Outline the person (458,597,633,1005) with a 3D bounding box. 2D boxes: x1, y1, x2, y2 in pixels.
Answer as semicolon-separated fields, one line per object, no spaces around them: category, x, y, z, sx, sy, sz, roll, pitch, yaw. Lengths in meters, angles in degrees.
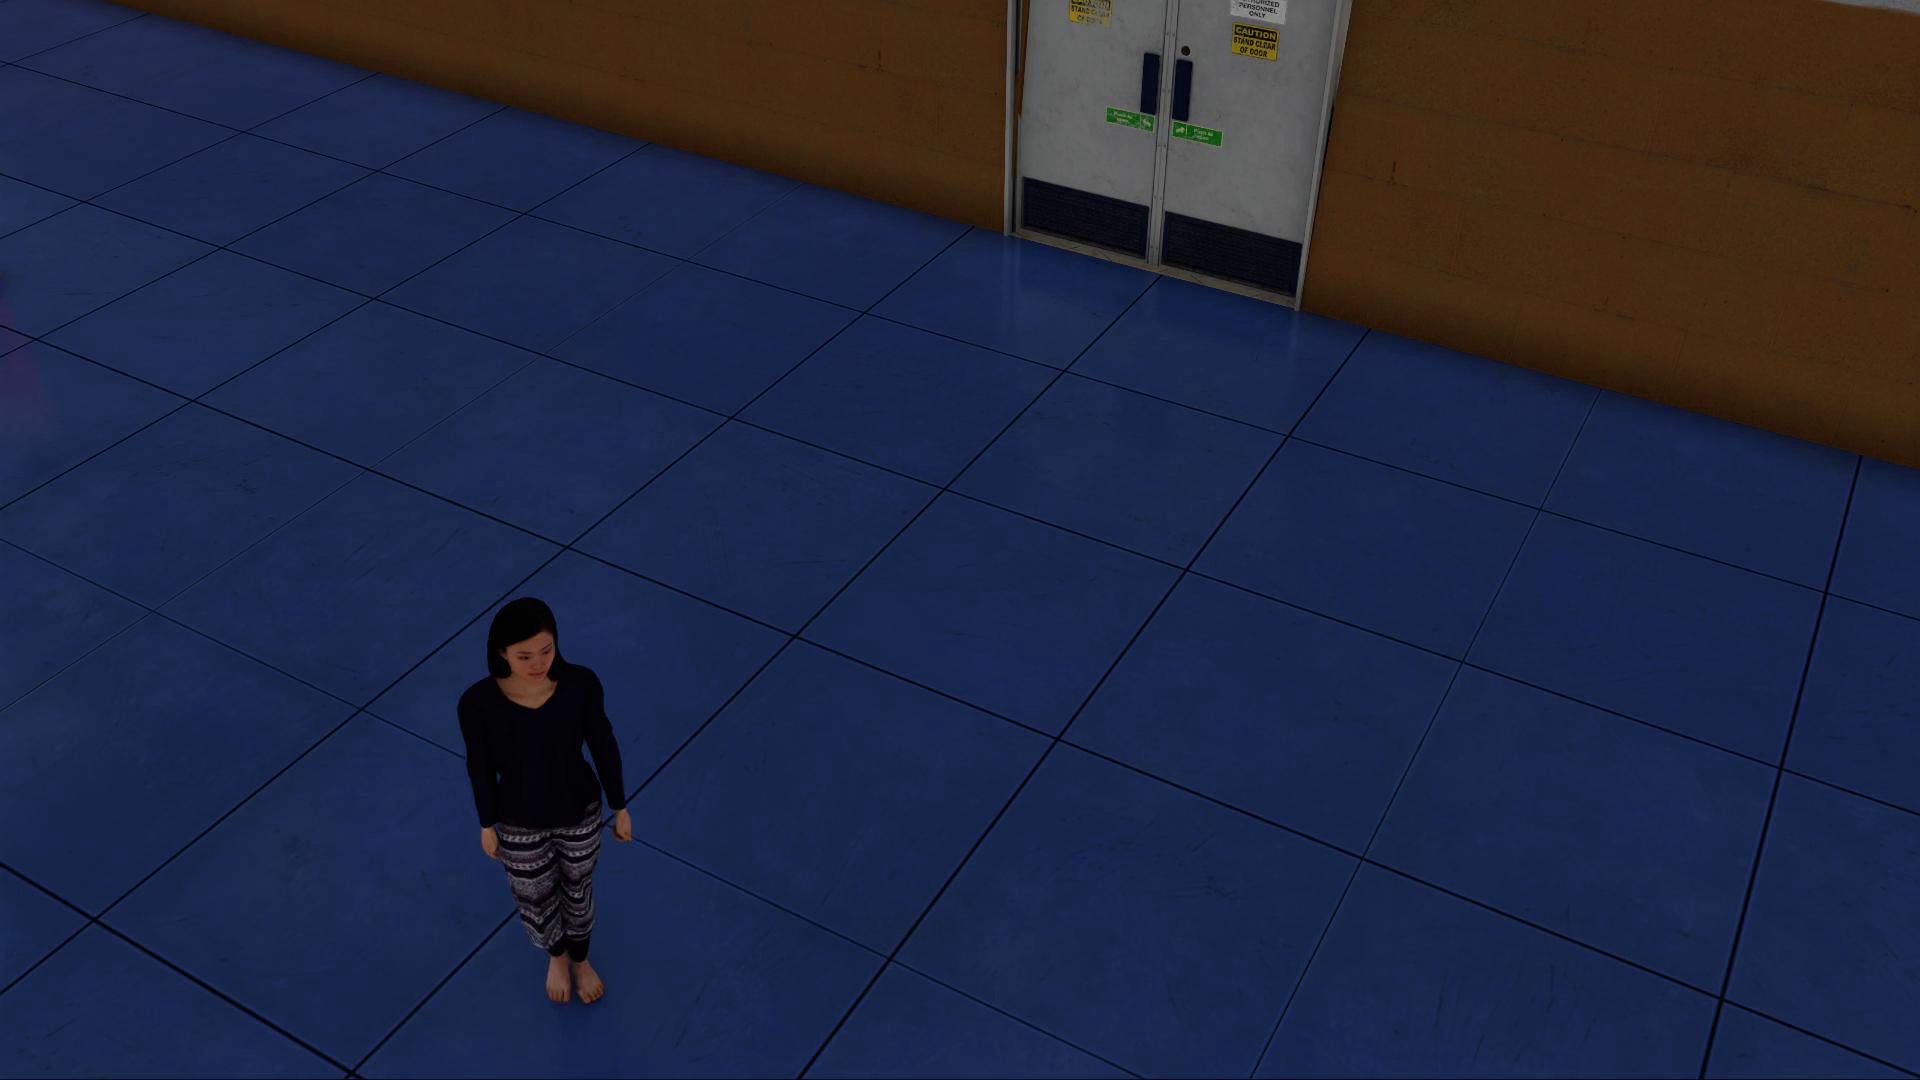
person;-1.384;0.842;5.534;0.723;1.725;0.807;-14;39;-18
